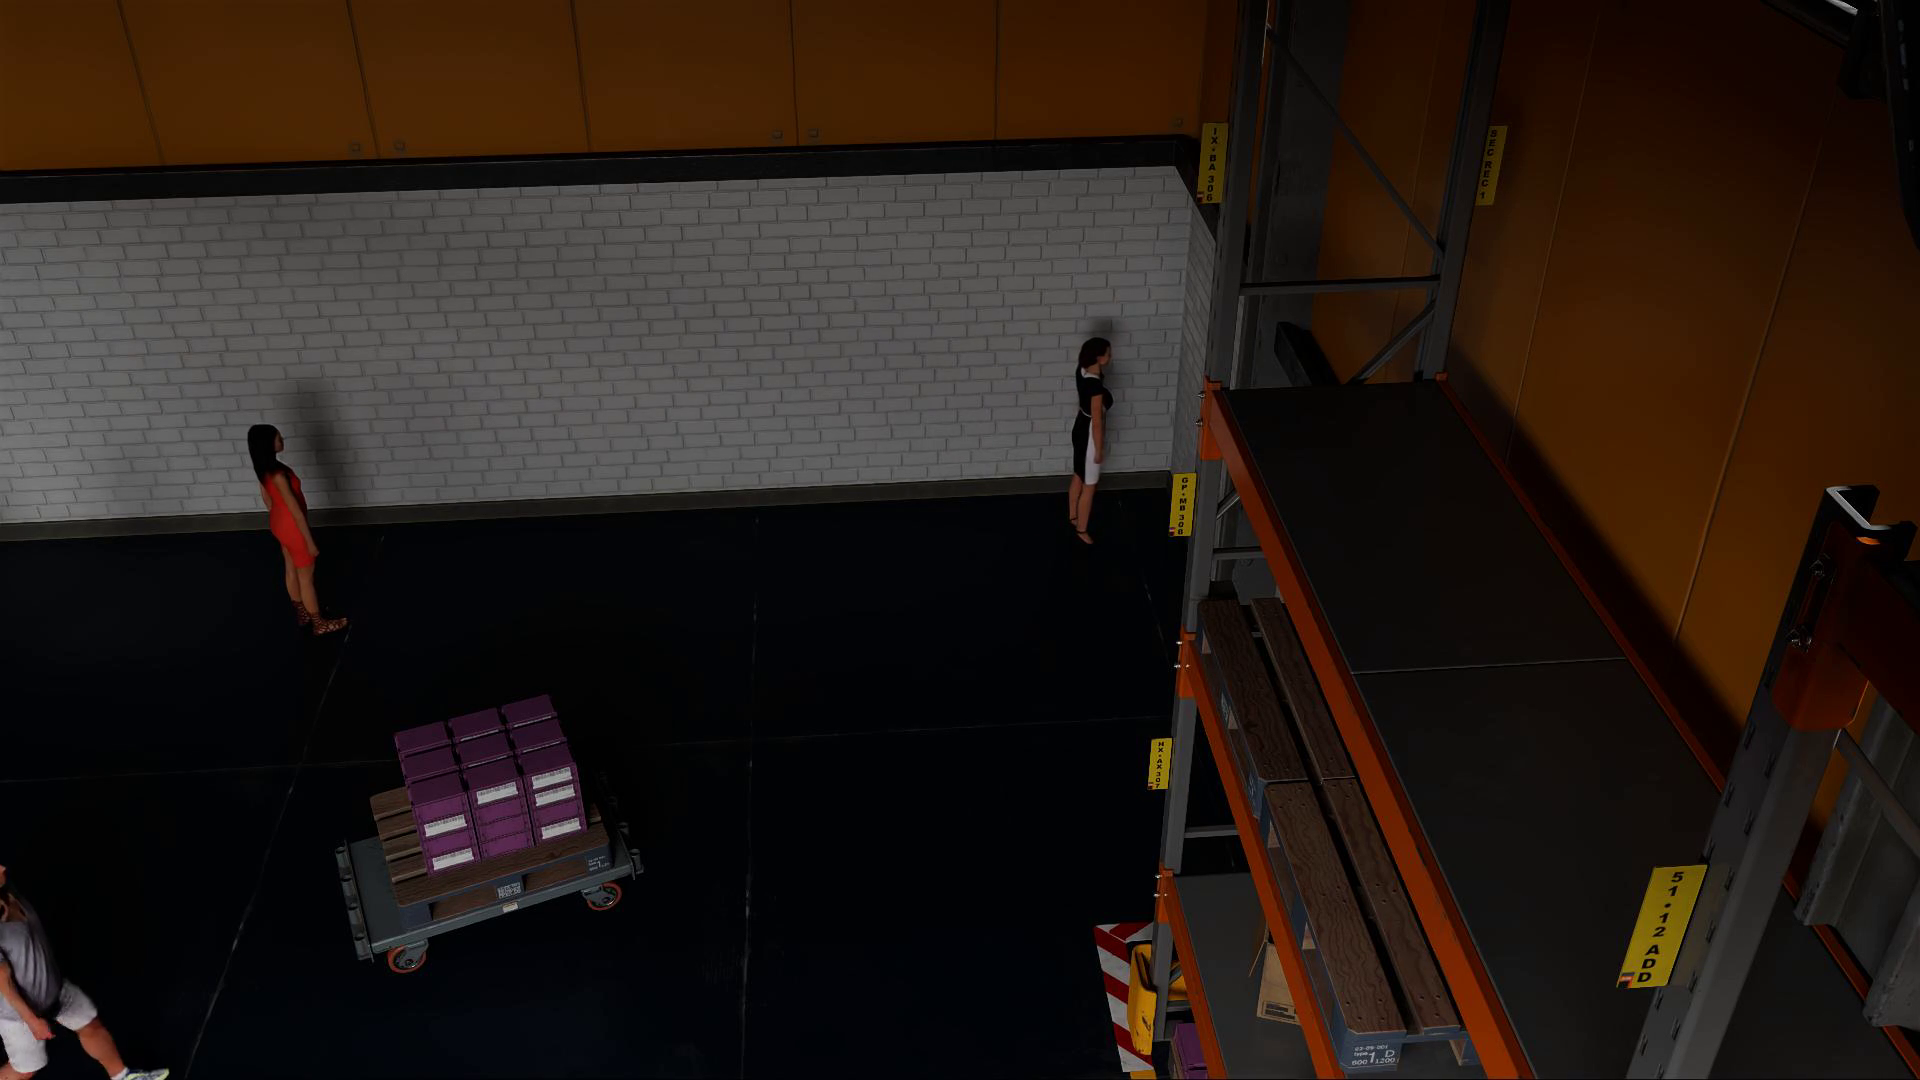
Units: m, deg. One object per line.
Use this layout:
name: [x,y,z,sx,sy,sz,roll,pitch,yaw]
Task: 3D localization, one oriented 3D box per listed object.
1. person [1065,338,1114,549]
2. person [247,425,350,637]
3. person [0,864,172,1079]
person: [0.999,-0.753,12.868,0.672,1.795,0.498,-9,35,-14]
person: [-4.794,-0.074,11.914,0.660,1.719,0.727,27,42,34]
person: [-4.730,2.273,8.285,0.788,1.827,1.106,-5,34,-8]
